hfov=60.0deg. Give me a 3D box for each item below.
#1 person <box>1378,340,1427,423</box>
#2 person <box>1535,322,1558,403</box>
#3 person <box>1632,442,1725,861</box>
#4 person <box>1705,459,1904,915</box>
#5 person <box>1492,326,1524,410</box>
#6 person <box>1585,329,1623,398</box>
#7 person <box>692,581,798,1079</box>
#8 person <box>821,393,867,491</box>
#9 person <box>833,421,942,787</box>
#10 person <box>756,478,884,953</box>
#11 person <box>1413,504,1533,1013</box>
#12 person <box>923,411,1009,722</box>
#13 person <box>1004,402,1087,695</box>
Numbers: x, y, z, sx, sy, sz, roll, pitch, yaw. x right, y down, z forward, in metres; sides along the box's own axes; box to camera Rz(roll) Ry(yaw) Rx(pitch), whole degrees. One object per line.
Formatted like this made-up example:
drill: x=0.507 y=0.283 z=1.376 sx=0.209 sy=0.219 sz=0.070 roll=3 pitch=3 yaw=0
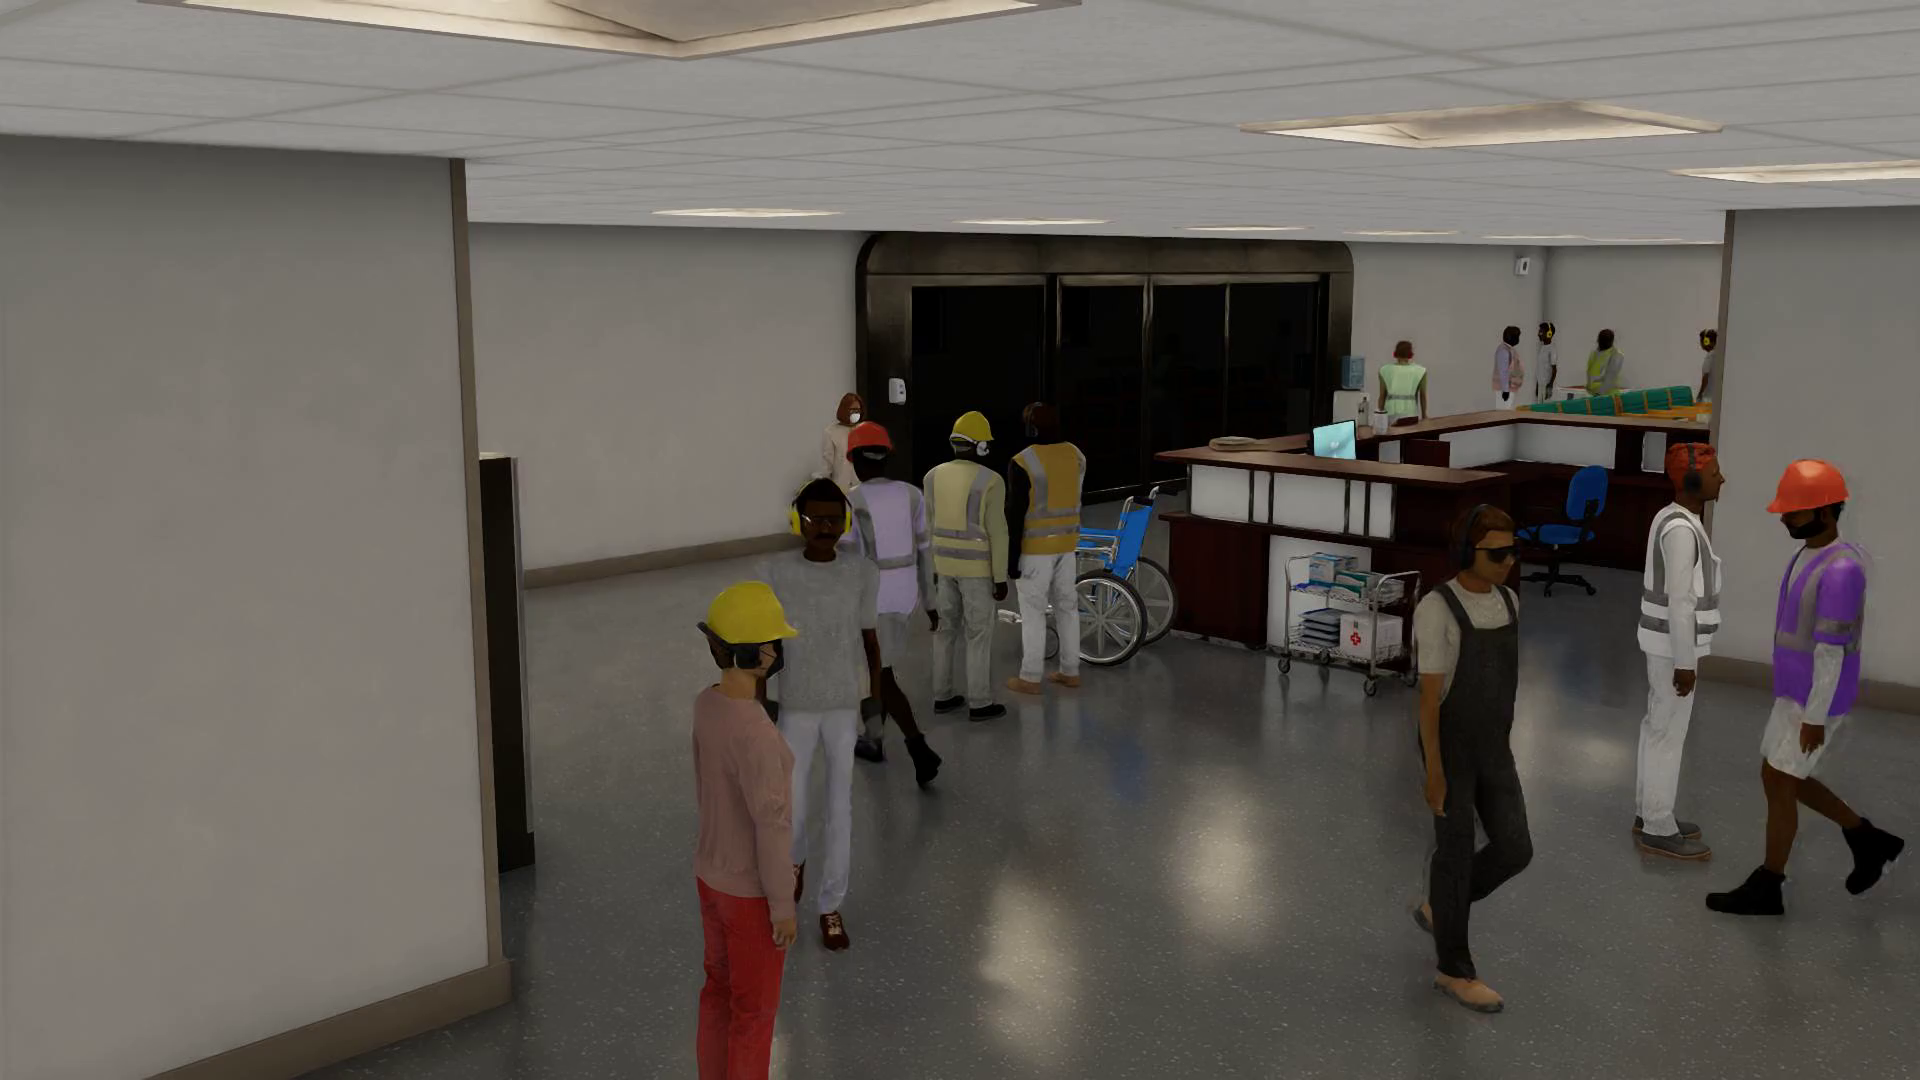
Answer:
person: x=5.309 y=-1.492 z=19.979 sx=0.575 sy=1.816 sz=0.869 roll=2 pitch=9 yaw=11
person: x=8.629 y=-2.273 z=24.566 sx=0.328 sy=1.872 sz=0.515 roll=0 pitch=9 yaw=-2
person: x=3.270 y=0.493 z=7.562 sx=0.355 sy=1.884 sz=0.575 roll=3 pitch=10 yaw=18
person: x=3.496 y=0.612 z=6.771 sx=0.700 sy=1.905 sz=0.550 roll=2 pitch=9 yaw=9
person: x=7.917 y=-2.170 z=24.045 sx=0.430 sy=1.839 sz=0.619 roll=4 pitch=10 yaw=22
person: x=8.942 y=-2.045 z=23.321 sx=0.523 sy=1.828 sz=0.638 roll=-3 pitch=10 yaw=-16
person: x=-0.612 y=0.993 z=4.857 sx=0.308 sy=1.769 sz=0.524 roll=-5 pitch=11 yaw=-29
person: x=-0.922 y=-0.426 z=14.004 sx=0.504 sy=1.627 sz=0.285 roll=-4 pitch=10 yaw=-23
person: x=-0.348 y=0.322 z=8.642 sx=0.602 sy=1.892 sz=0.858 roll=-7 pitch=12 yaw=-37
person: x=-0.562 y=0.665 z=6.576 sx=0.538 sy=1.860 sz=0.506 roll=-2 pitch=10 yaw=-13
person: x=1.822 y=0.775 z=5.988 sx=0.525 sy=1.830 sz=0.416 roll=-5 pitch=11 yaw=-30
person: x=0.052 y=0.156 z=9.834 sx=0.595 sy=1.825 sz=0.404 roll=7 pitch=12 yaw=38
person: x=0.521 y=0.054 z=10.450 sx=0.628 sy=1.835 sz=0.432 roll=-7 pitch=12 yaw=-38
